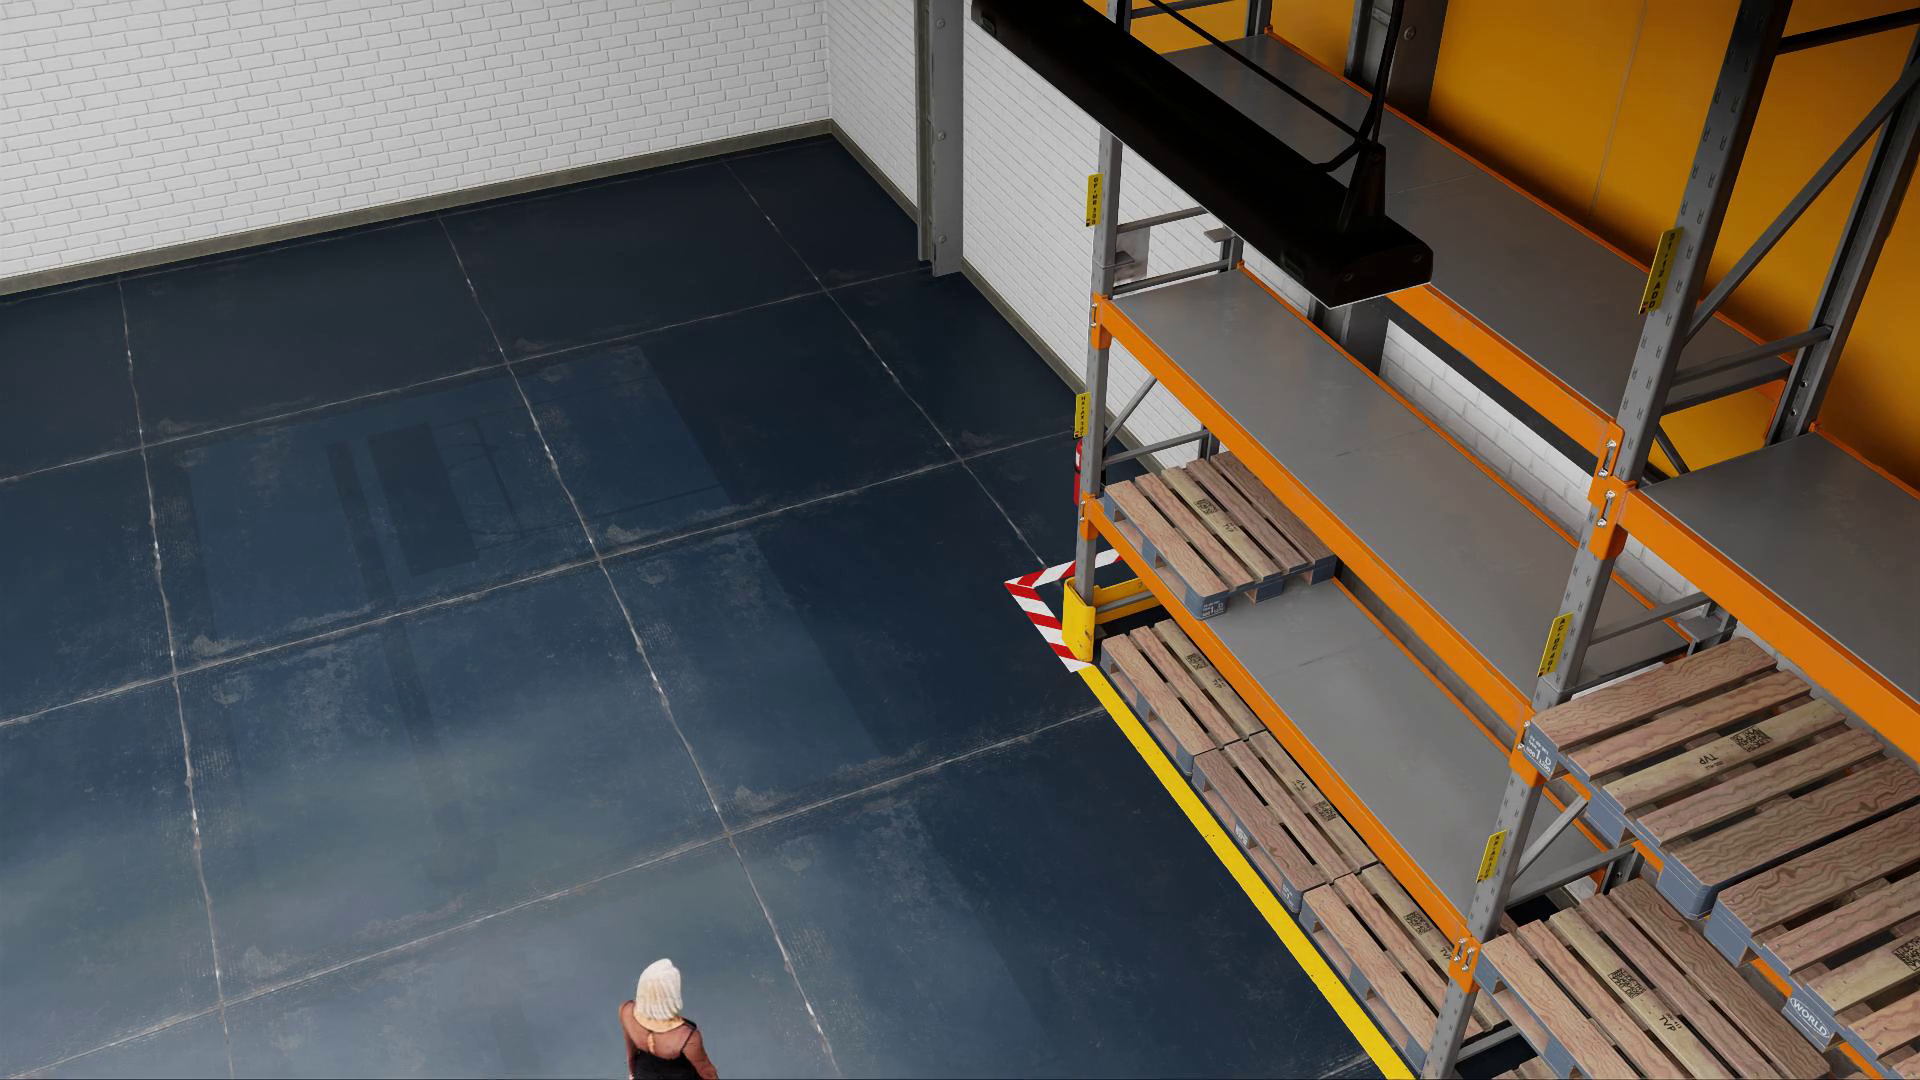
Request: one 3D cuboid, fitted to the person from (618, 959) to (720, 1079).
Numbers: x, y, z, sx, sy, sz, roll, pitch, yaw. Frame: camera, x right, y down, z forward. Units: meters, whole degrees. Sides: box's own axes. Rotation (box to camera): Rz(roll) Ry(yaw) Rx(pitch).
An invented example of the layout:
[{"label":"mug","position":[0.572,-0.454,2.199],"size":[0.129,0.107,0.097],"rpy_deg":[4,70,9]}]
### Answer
[{"label":"person","position":[-1.430,2.669,7.935],"size":[0.756,1.731,0.826],"rpy_deg":[19,42,22]}]
